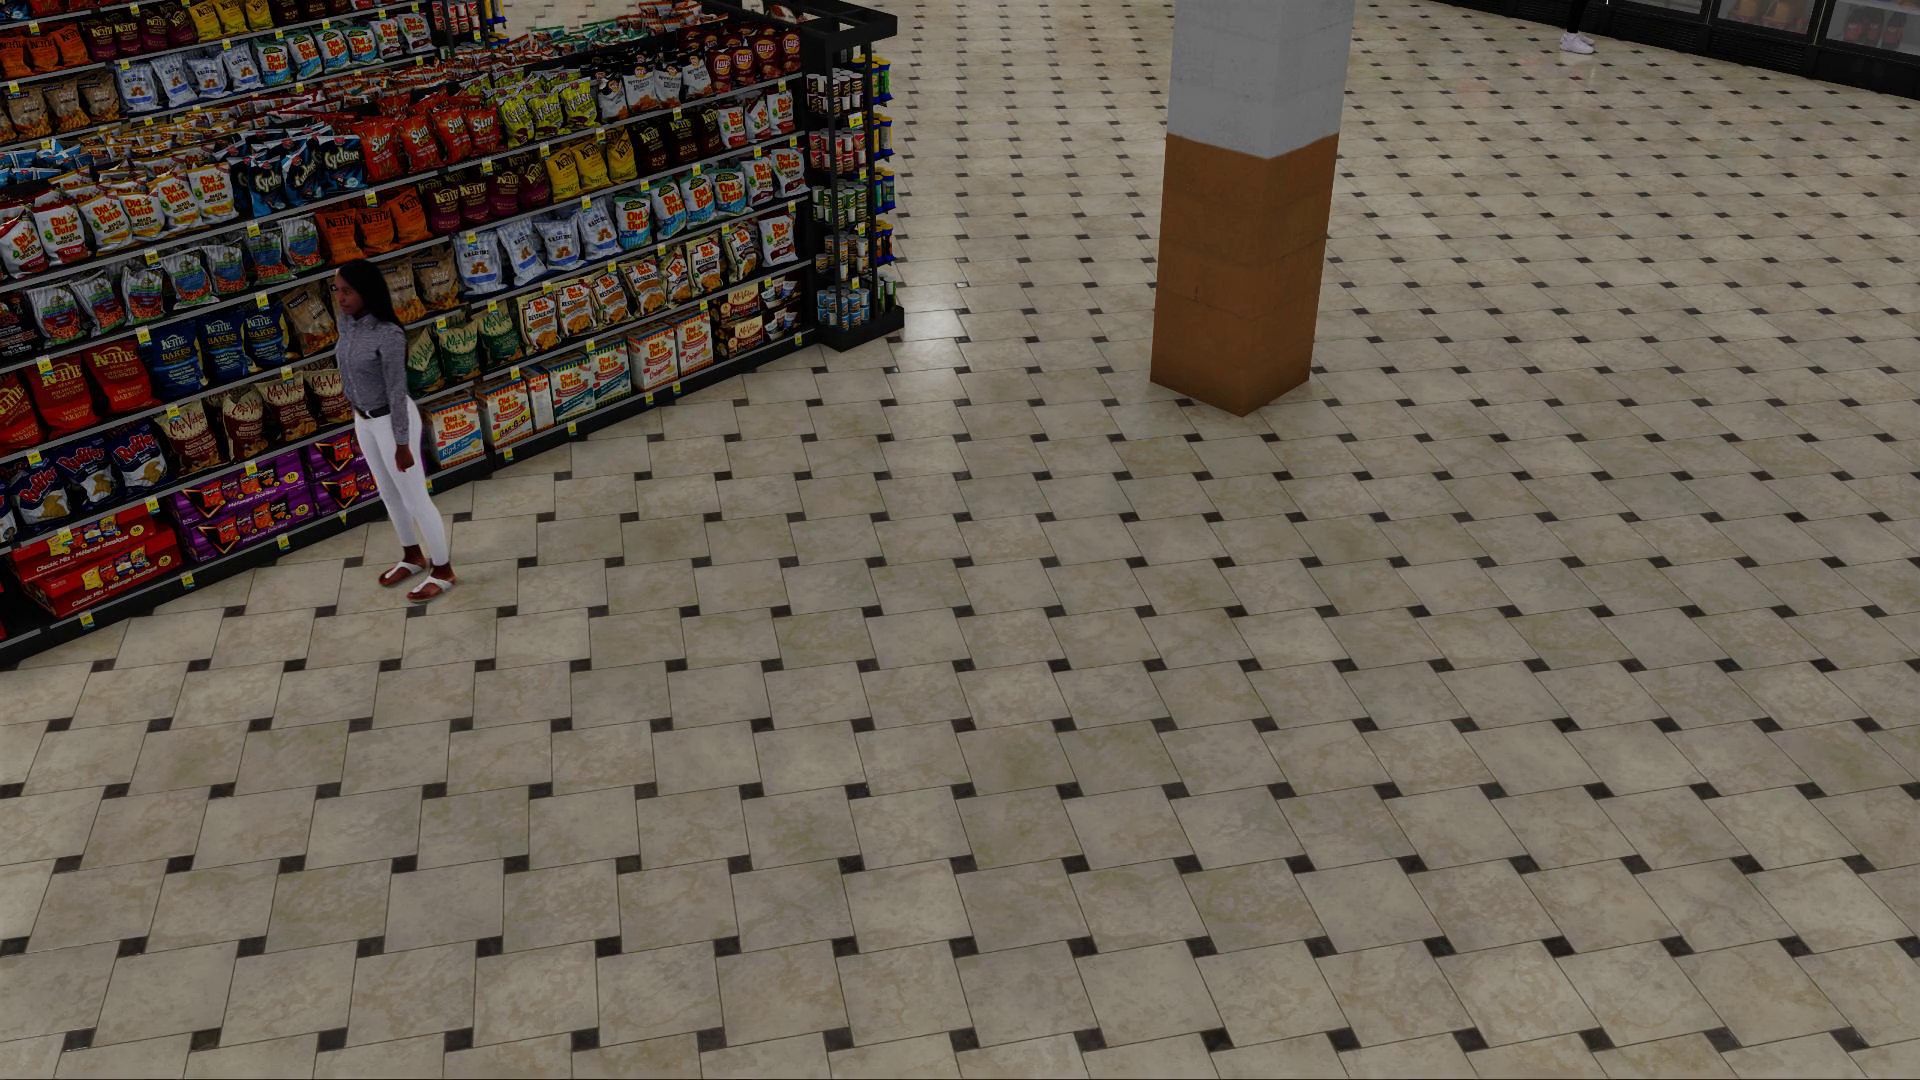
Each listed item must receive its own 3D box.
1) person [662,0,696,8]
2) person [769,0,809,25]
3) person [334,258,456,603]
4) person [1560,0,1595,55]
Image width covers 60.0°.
[{"bbox_3d":[-2.120,-3.308,12.346,0.824,1.680,0.675,-26,40,-35],"label":"person"},{"bbox_3d":[-1.839,-6.124,16.783,1.149,1.775,0.850,-23,38,-32],"label":"person"},{"bbox_3d":[-2.689,-0.521,7.826,0.583,1.724,0.511,26,40,35],"label":"person"},{"bbox_3d":[6.091,-5.647,15.977,0.810,1.817,0.659,11,34,17],"label":"person"}]
